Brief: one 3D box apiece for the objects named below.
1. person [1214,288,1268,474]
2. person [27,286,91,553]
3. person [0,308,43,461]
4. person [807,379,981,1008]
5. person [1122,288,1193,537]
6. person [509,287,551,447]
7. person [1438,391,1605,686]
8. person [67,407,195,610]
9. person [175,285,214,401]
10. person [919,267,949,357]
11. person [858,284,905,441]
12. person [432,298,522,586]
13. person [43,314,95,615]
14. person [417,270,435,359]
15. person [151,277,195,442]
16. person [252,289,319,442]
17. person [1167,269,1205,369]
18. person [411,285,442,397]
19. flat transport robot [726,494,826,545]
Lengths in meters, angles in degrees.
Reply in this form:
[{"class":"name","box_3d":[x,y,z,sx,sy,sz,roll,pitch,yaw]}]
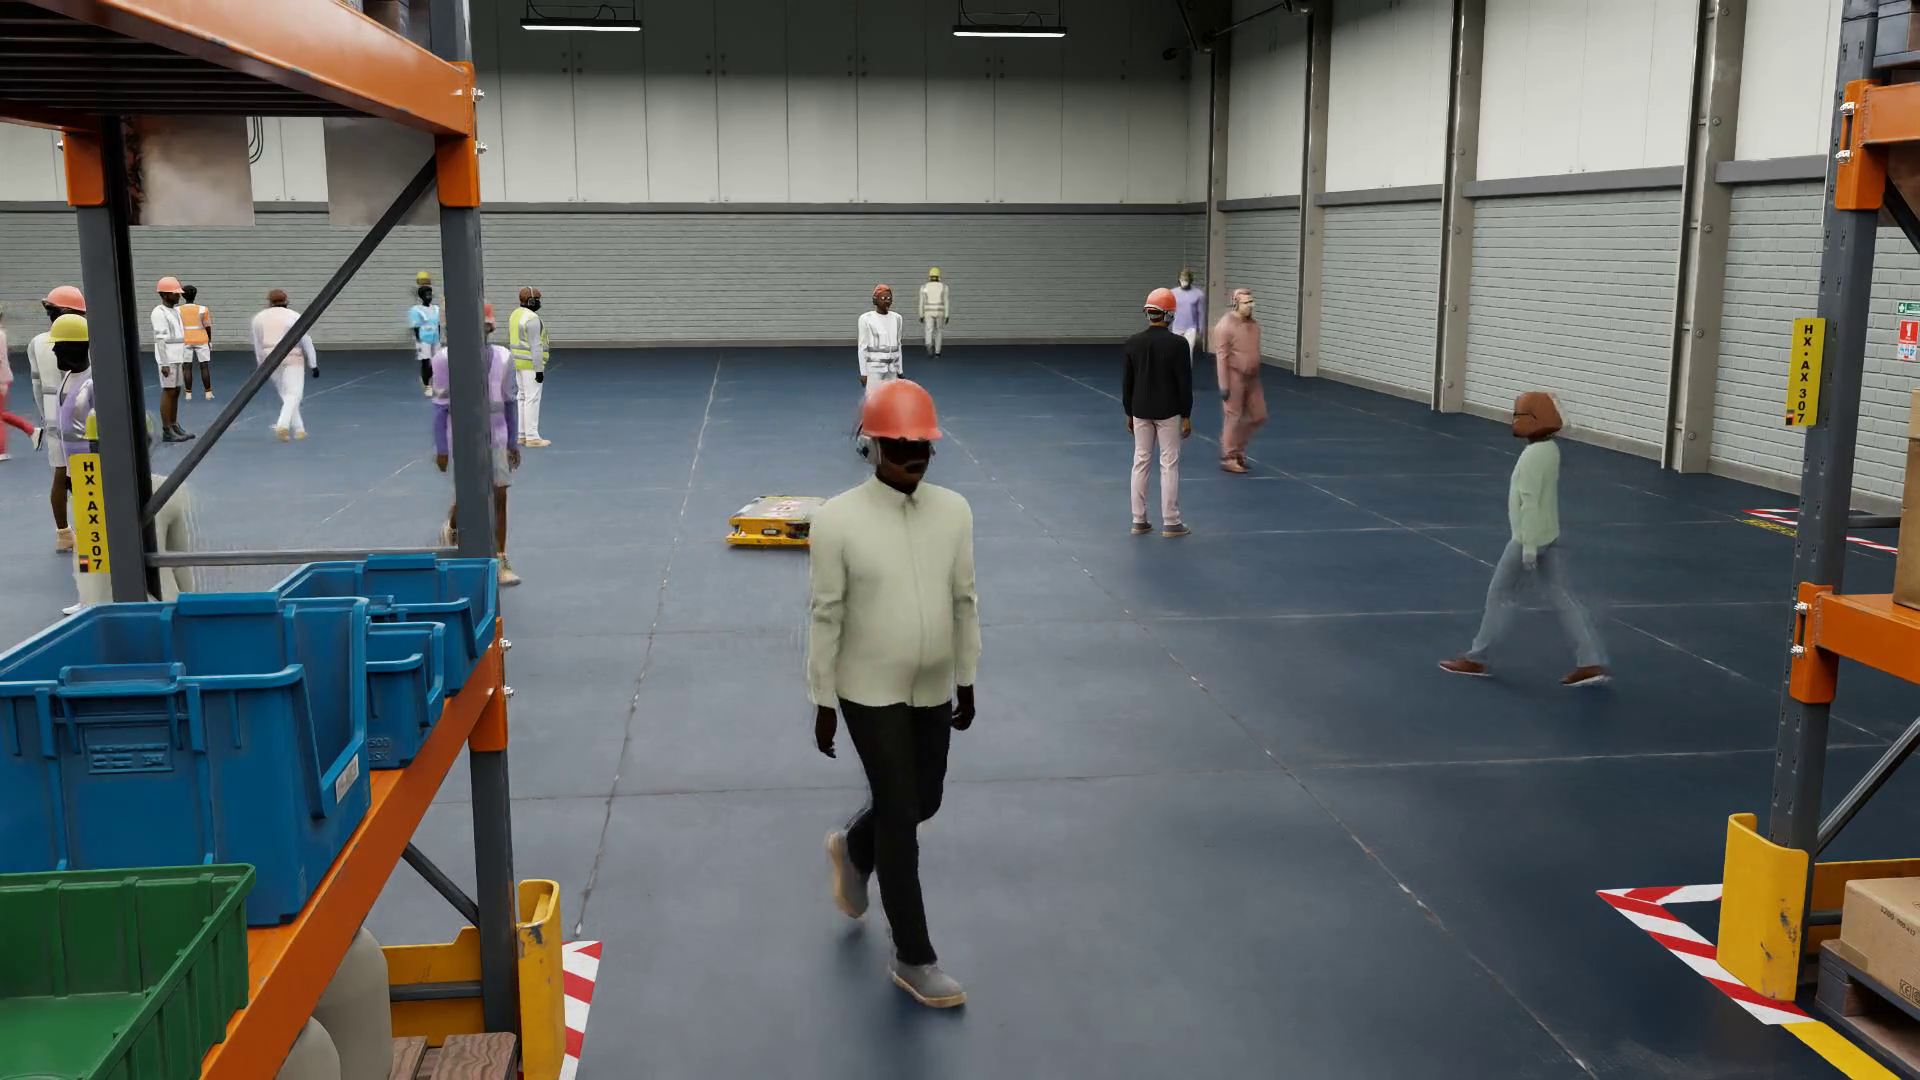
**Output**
[{"class":"person","box_3d":[2.868,-1.616,16.943,0.668,1.887,0.441,-9,13,-40]},{"class":"person","box_3d":[-6.722,-0.898,12.618,0.605,2.033,0.392,5,11,26]},{"class":"person","box_3d":[-10.295,-1.722,17.897,0.608,1.748,0.537,-8,13,-39]},{"class":"person","box_3d":[-0.237,0.447,5.434,0.622,1.970,0.859,-7,13,-35]},{"class":"person","box_3d":[1.600,-1.022,13.402,0.608,1.995,0.377,7,12,33]},{"class":"person","box_3d":[-4.943,-1.988,19.153,0.430,1.836,0.627,-8,13,-36]},{"class":"person","box_3d":[3.096,-0.006,8.949,0.866,1.588,0.518,7,13,35]},{"class":"person","box_3d":[-3.345,0.298,6.881,0.745,1.744,0.534,6,12,29]},{"class":"person","box_3d":[-11.290,-2.897,24.501,0.533,1.697,0.318,-4,11,-21]},{"class":"person","box_3d":[-0.510,-4.504,33.007,0.595,1.813,0.698,0,10,2]},{"class":"person","box_3d":[-0.862,-1.865,18.327,0.584,1.882,0.337,-8,13,-39]},{"class":"person","box_3d":[-3.369,-0.700,11.573,0.632,2.022,0.736,-10,14,-43]},{"class":"person","box_3d":[-5.476,-0.450,10.447,0.585,1.929,0.370,9,14,41]},{"class":"person","box_3d":[-10.573,-4.457,32.925,0.318,1.743,0.492,4,11,21]},{"class":"person","box_3d":[-9.278,-2.129,19.625,0.378,1.936,0.548,-1,10,-5]},{"class":"person","box_3d":[-7.987,-2.046,19.585,0.724,1.799,0.741,0,10,1]},{"class":"person","box_3d":[3.561,-3.340,26.359,0.636,1.915,0.833,2,11,13]},{"class":"person","box_3d":[-8.054,-2.998,25.086,0.421,1.688,0.536,6,12,31]},{"class":"flat transport robot","box_3d":[-1.424,-0.174,13.478,0.652,0.197,1.431,1,10,5]}]
